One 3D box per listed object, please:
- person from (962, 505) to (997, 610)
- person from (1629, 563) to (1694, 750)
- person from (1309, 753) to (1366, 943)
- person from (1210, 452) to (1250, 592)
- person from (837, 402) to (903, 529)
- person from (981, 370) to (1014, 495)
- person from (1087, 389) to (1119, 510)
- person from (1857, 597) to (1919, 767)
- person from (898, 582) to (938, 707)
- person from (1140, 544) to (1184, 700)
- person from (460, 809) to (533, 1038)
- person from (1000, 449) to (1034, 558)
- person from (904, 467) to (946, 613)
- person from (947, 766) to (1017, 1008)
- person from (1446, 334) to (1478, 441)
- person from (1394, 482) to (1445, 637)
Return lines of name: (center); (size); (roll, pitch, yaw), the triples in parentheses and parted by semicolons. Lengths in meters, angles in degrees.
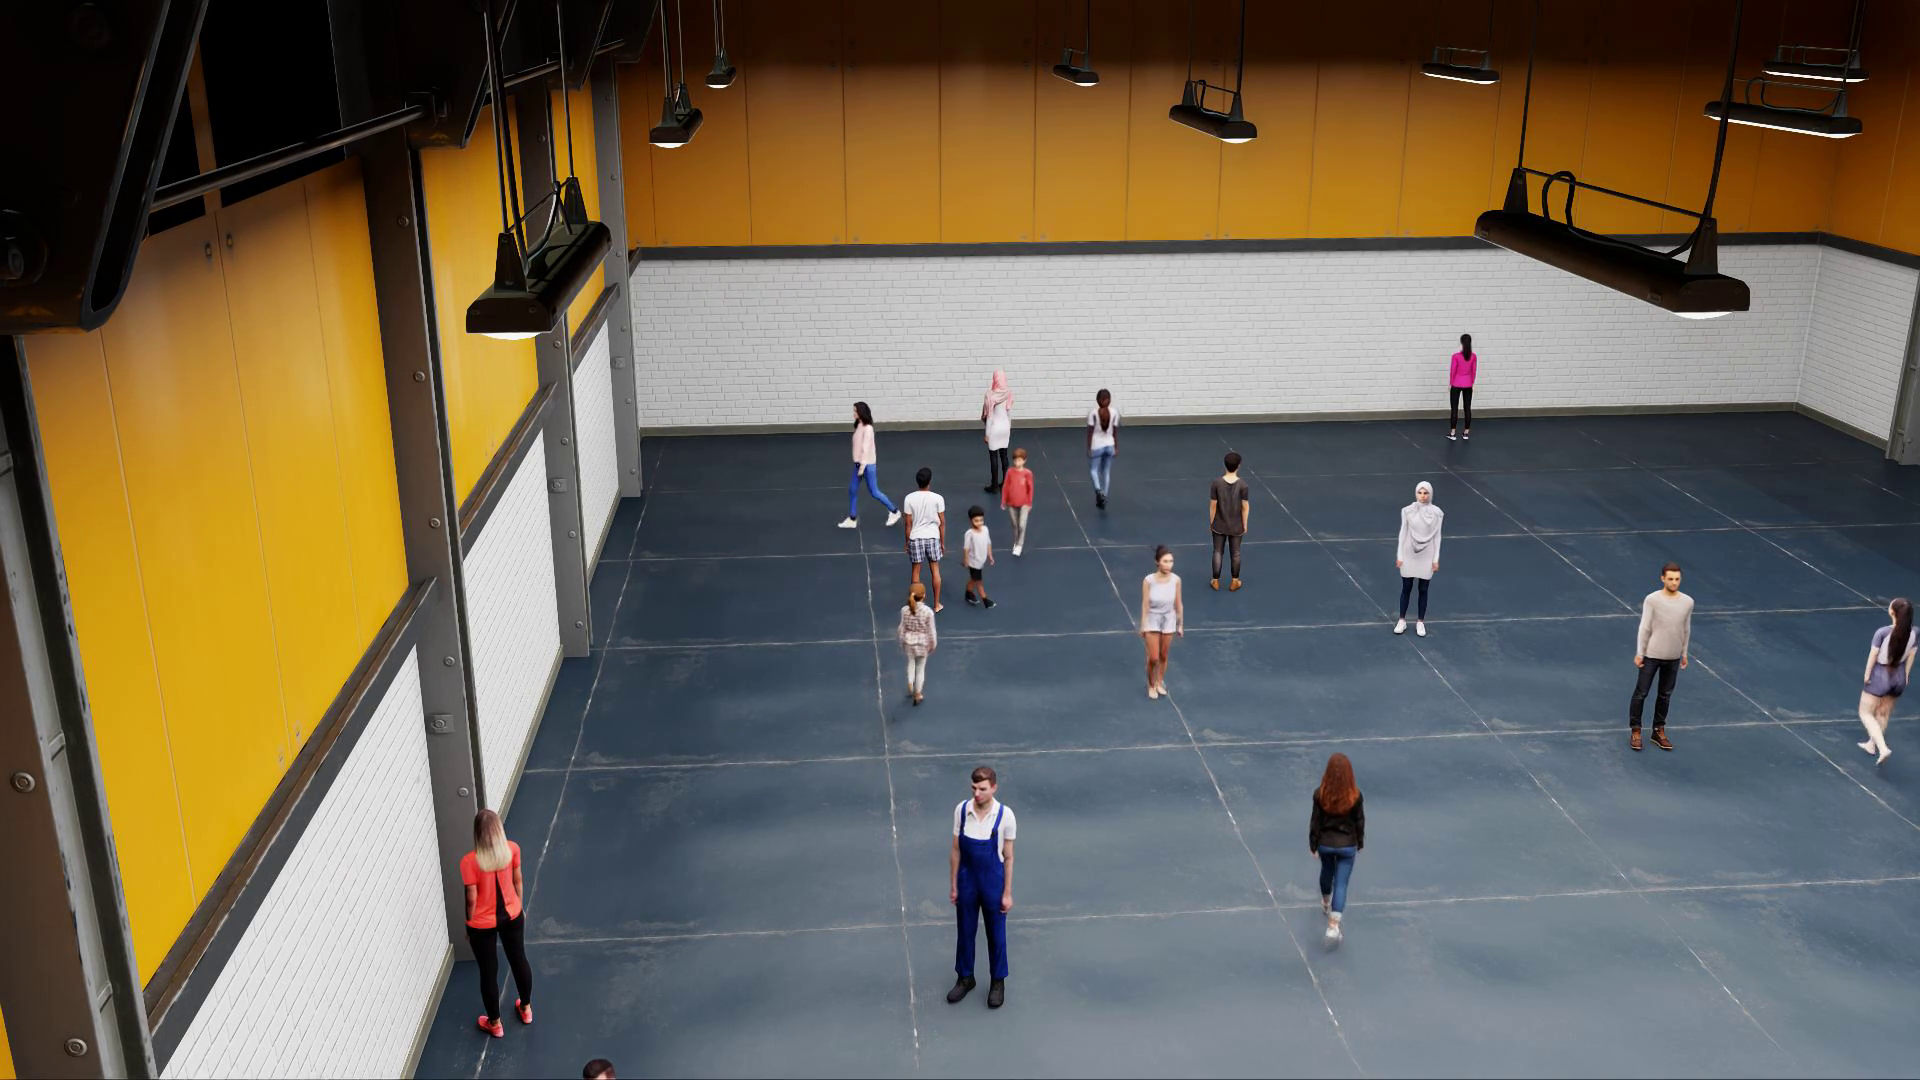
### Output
person: (0.163, 0.182, 19.644); (0.745, 1.229, 0.884); (-14, 23, -35)
person: (6.714, 1.096, 15.929); (0.670, 1.867, 0.573); (0, 19, -1)
person: (2.900, 2.372, 12.790); (0.832, 1.452, 1.063); (6, 20, 19)
person: (3.242, -0.224, 20.085); (0.685, 1.717, 0.662); (5, 19, 13)
person: (-1.179, -0.979, 22.300); (0.906, 1.735, 1.112); (-7, 20, -20)
person: (0.554, -1.564, 23.928); (0.735, 1.804, 0.761); (-13, 23, -34)
person: (1.990, -1.241, 23.103); (0.608, 1.717, 0.732); (-2, 19, -7)
person: (8.704, 1.343, 15.564); (0.602, 1.633, 0.857); (-1, 19, -3)
person: (-0.455, 1.071, 16.894); (0.607, 1.299, 0.614); (5, 19, 13)
person: (2.037, 0.828, 17.152); (0.613, 1.594, 0.633); (-4, 19, -12)
person: (-3.235, 2.648, 11.593); (0.678, 1.694, 0.708); (-16, 24, -39)
person: (0.758, -0.500, 21.424); (0.747, 1.385, 0.994); (6, 19, 16)
person: (-0.416, 0.005, 19.378); (0.655, 1.734, 0.579); (1, 19, 4)
person: (0.165, 2.452, 11.931); (0.706, 1.850, 0.696); (6, 19, 16)
person: (8.085, -2.470, 26.782); (0.580, 1.699, 0.554); (-1, 19, -2)
person: (5.162, 0.198, 18.739); (0.679, 1.775, 0.646); (5, 19, 15)
